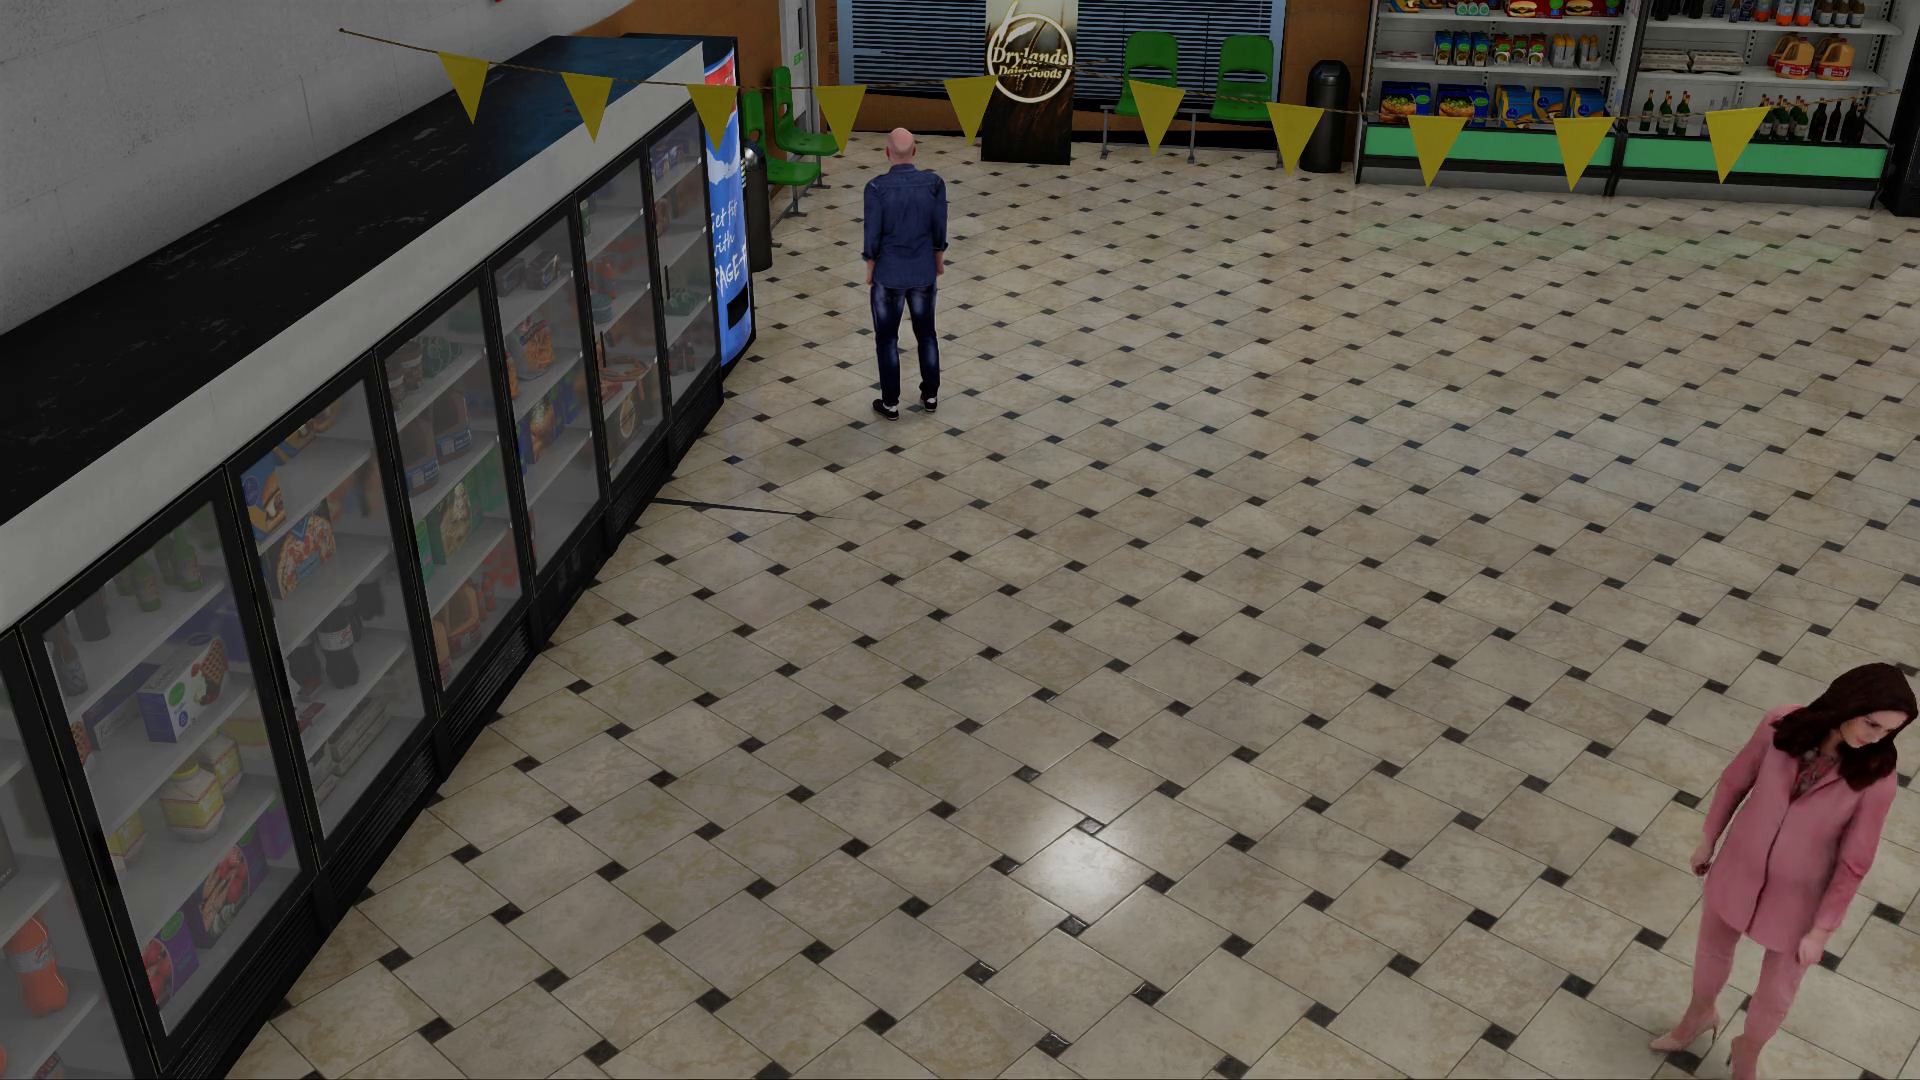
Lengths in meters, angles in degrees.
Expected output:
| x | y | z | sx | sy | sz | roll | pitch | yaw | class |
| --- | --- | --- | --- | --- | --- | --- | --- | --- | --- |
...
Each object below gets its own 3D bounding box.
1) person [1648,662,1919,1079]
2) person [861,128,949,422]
| x | y | z | sx | sy | sz | roll | pitch | yaw | class |
| --- | --- | --- | --- | --- | --- | --- | --- | --- | --- |
| 2.639 | 1.095 | 5.319 | 0.818 | 1.767 | 0.757 | -10 | 30 | -18 | person |
| -0.347 | -1.632 | 10.253 | 0.735 | 1.825 | 0.864 | -11 | 31 | -20 | person |
